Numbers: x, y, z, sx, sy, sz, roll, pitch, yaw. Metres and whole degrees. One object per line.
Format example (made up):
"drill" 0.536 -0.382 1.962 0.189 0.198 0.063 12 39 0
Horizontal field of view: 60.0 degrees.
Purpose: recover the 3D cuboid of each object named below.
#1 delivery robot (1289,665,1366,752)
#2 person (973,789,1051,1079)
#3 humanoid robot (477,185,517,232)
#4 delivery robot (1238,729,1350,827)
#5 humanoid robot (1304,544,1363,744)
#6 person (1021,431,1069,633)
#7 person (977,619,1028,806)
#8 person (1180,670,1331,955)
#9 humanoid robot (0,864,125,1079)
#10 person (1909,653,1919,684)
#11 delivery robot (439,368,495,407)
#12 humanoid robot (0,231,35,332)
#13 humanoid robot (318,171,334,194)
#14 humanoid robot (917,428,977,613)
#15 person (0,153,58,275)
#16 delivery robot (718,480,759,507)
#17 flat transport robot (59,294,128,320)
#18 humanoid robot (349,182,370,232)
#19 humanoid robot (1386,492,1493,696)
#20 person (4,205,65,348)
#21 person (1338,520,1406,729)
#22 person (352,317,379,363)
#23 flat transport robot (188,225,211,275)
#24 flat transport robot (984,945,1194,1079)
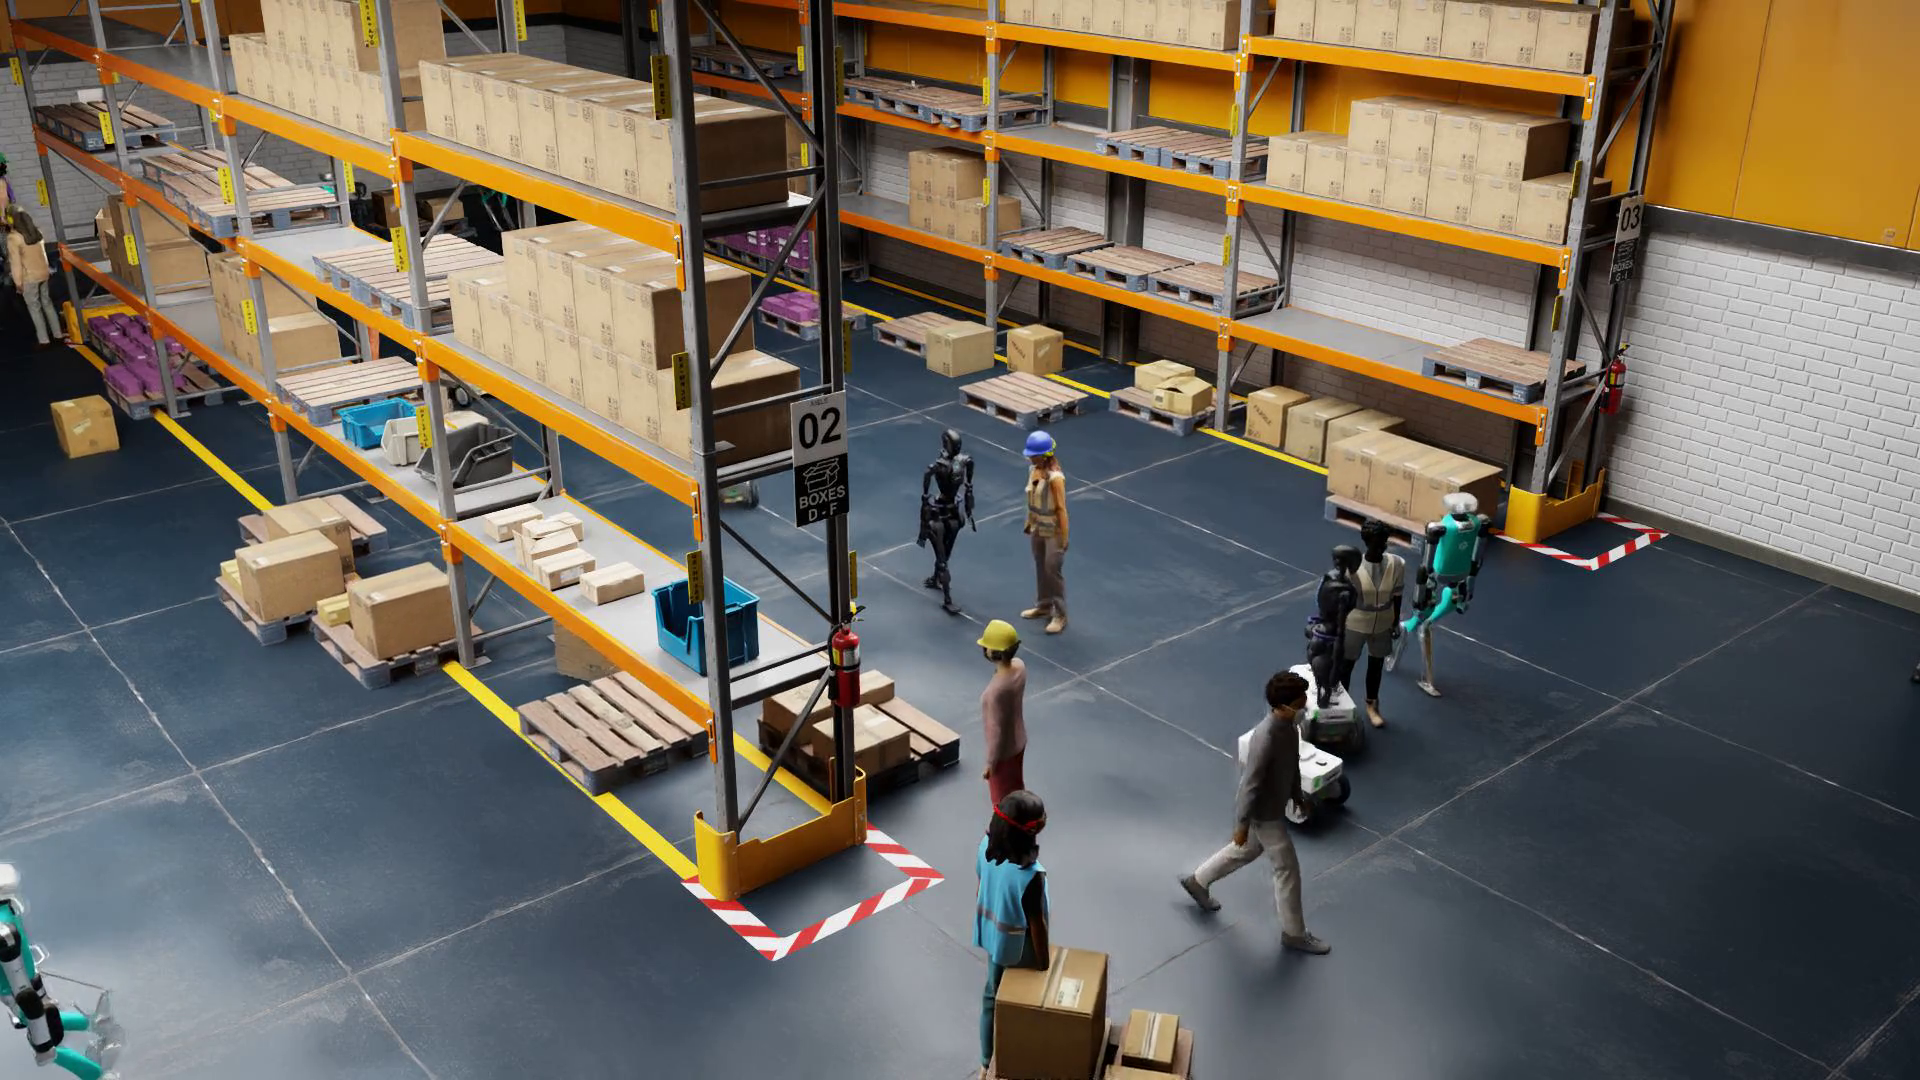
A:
"delivery robot" 2.703 1.248 12.415 0.499 0.612 0.809 -2 23 -5
"person" 0.277 2.136 8.680 0.370 1.865 0.541 -16 28 -33
"humanoid robot" -7.669 -5.860 27.366 0.550 1.756 0.891 -20 30 -38
"delivery robot" 2.300 1.609 11.563 0.530 0.600 0.771 -21 31 -40
"humanoid robot" 2.620 0.789 12.067 0.446 1.657 0.616 0 23 0
"person" 0.703 -0.073 13.924 0.356 1.764 0.533 -15 27 -30
"person" 0.260 1.323 10.691 0.323 1.766 0.531 8 25 19
"person" 1.803 1.576 9.995 0.961 1.857 0.525 11 26 24
"humanoid robot" -4.490 2.367 8.391 0.707 1.855 0.551 -21 31 -39
"person" 7.820 0.262 12.952 0.548 1.927 0.390 14 27 29
"delivery robot" -5.878 -1.922 19.725 0.759 0.587 0.505 15 27 30
"humanoid robot" -12.784 -3.533 22.088 0.596 1.637 0.682 20 30 38
"humanoid robot" -9.281 -4.507 24.260 0.908 1.771 0.566 13 27 27
"humanoid robot" -0.144 -0.214 14.416 0.589 1.634 0.700 -18 29 -35
"person" -14.052 -4.816 24.723 0.552 1.900 0.892 20 30 38
"delivery robot" -2.365 -0.634 16.720 0.499 0.570 0.753 -10 25 -23
"flat transport robot" -11.719 -3.261 23.194 1.431 0.231 0.659 -18 29 -36
"humanoid robot" -8.609 -4.317 23.868 0.396 1.635 0.593 -8 25 -18
"humanoid robot" 3.634 0.402 12.964 0.530 1.852 0.887 -7 24 -16
"person" -12.010 -3.406 21.524 0.394 1.865 0.579 6 24 13
"person" 3.029 0.630 12.393 0.531 1.691 0.321 -3 24 -7
"person" -7.201 -2.752 20.139 0.503 1.759 0.330 14 27 29
"flat transport robot" -11.596 -3.774 24.383 1.431 0.231 0.659 -10 25 -23
"flat transport robot" 0.719 3.092 8.483 1.431 0.231 0.659 5 24 12
